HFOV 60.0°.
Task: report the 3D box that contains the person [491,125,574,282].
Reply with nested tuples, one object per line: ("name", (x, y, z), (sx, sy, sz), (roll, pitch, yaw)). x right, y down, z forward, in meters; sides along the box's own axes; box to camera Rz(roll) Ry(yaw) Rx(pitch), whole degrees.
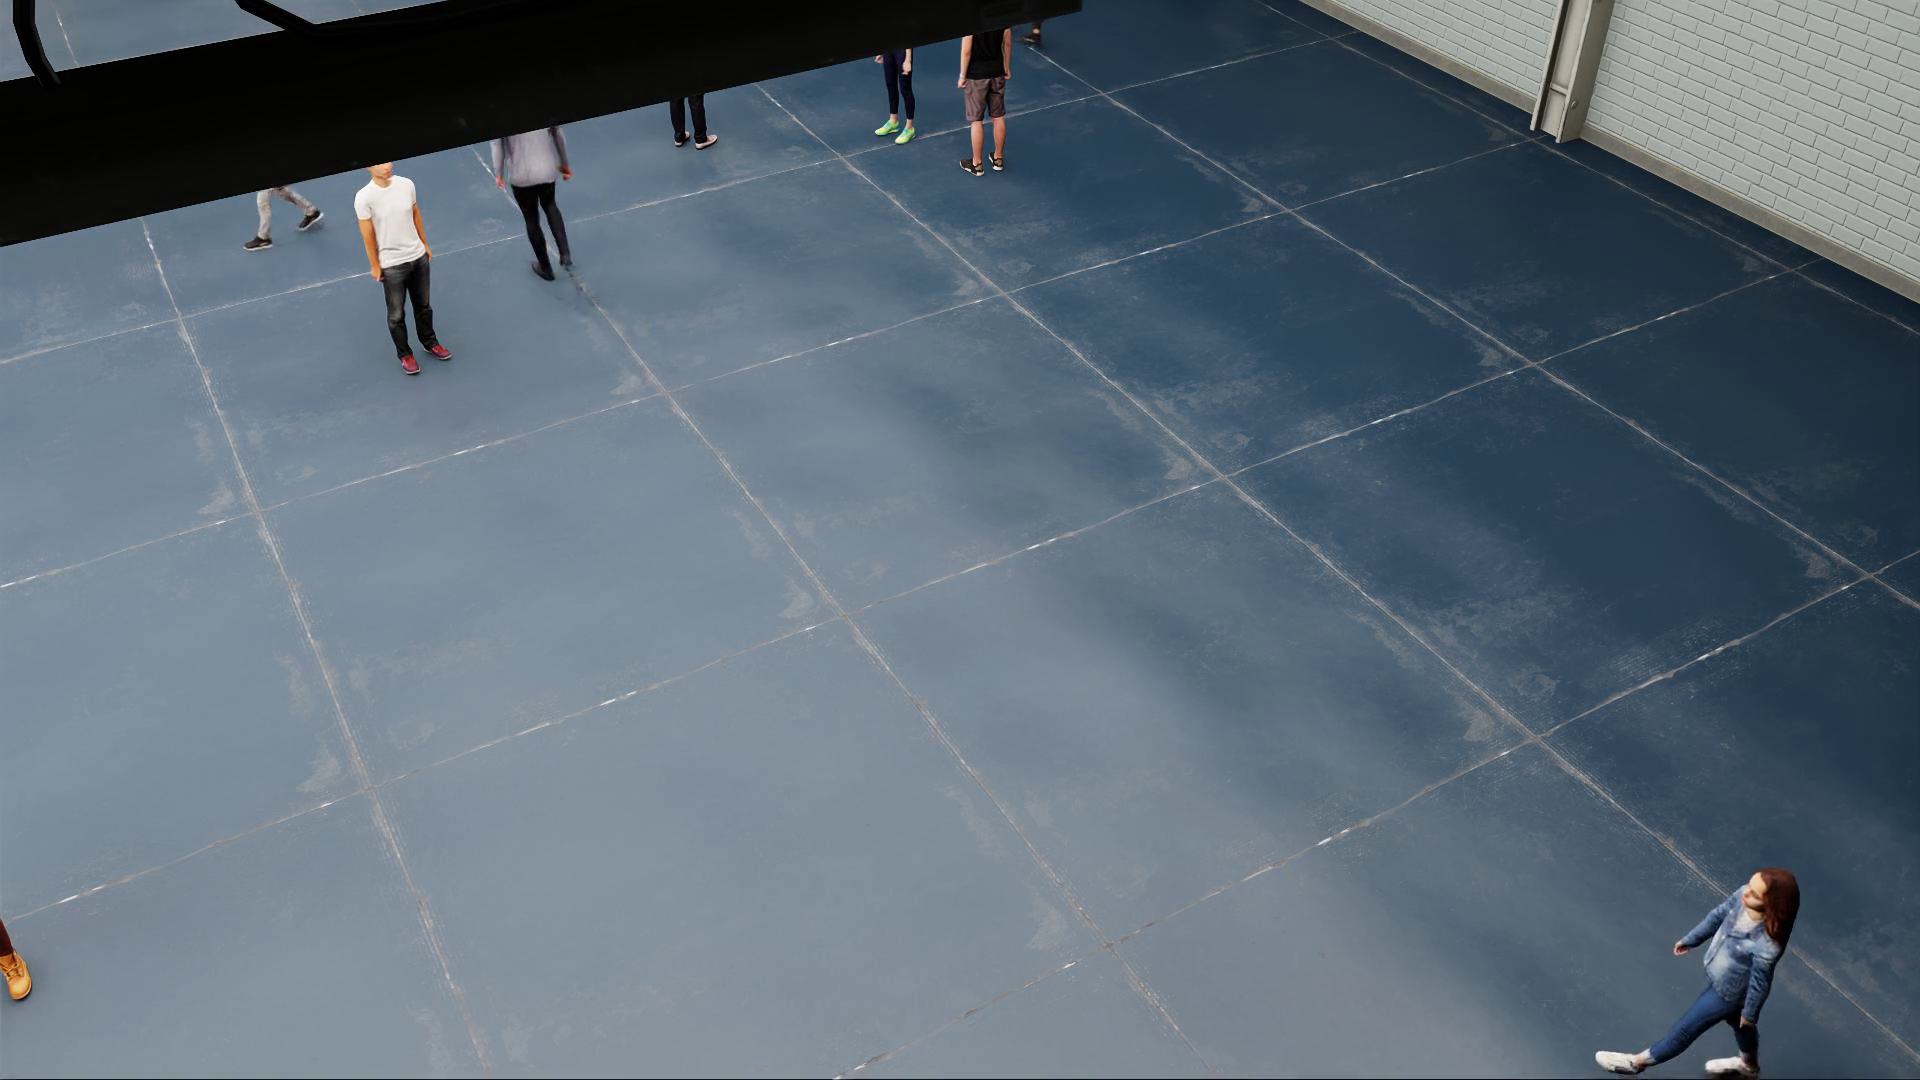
("person", (-3.411, -2.944, 13.396), (0.773, 1.911, 0.674), (-25, 45, -29))

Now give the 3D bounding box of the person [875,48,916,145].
("person", (-0.591, -4.614, 15.699), (0.556, 1.702, 0.718), (31, 48, 34))

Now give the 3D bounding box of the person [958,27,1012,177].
("person", (0.221, -4.233, 15.085), (0.693, 1.860, 0.571), (-17, 41, -20))

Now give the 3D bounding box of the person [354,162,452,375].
("person", (-4.189, -2.124, 12.435), (0.639, 1.803, 0.701), (29, 47, 32))

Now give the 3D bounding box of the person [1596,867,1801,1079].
("person", (3.540, 1.988, 7.476), (1.004, 1.438, 1.005), (5, 38, 6))
